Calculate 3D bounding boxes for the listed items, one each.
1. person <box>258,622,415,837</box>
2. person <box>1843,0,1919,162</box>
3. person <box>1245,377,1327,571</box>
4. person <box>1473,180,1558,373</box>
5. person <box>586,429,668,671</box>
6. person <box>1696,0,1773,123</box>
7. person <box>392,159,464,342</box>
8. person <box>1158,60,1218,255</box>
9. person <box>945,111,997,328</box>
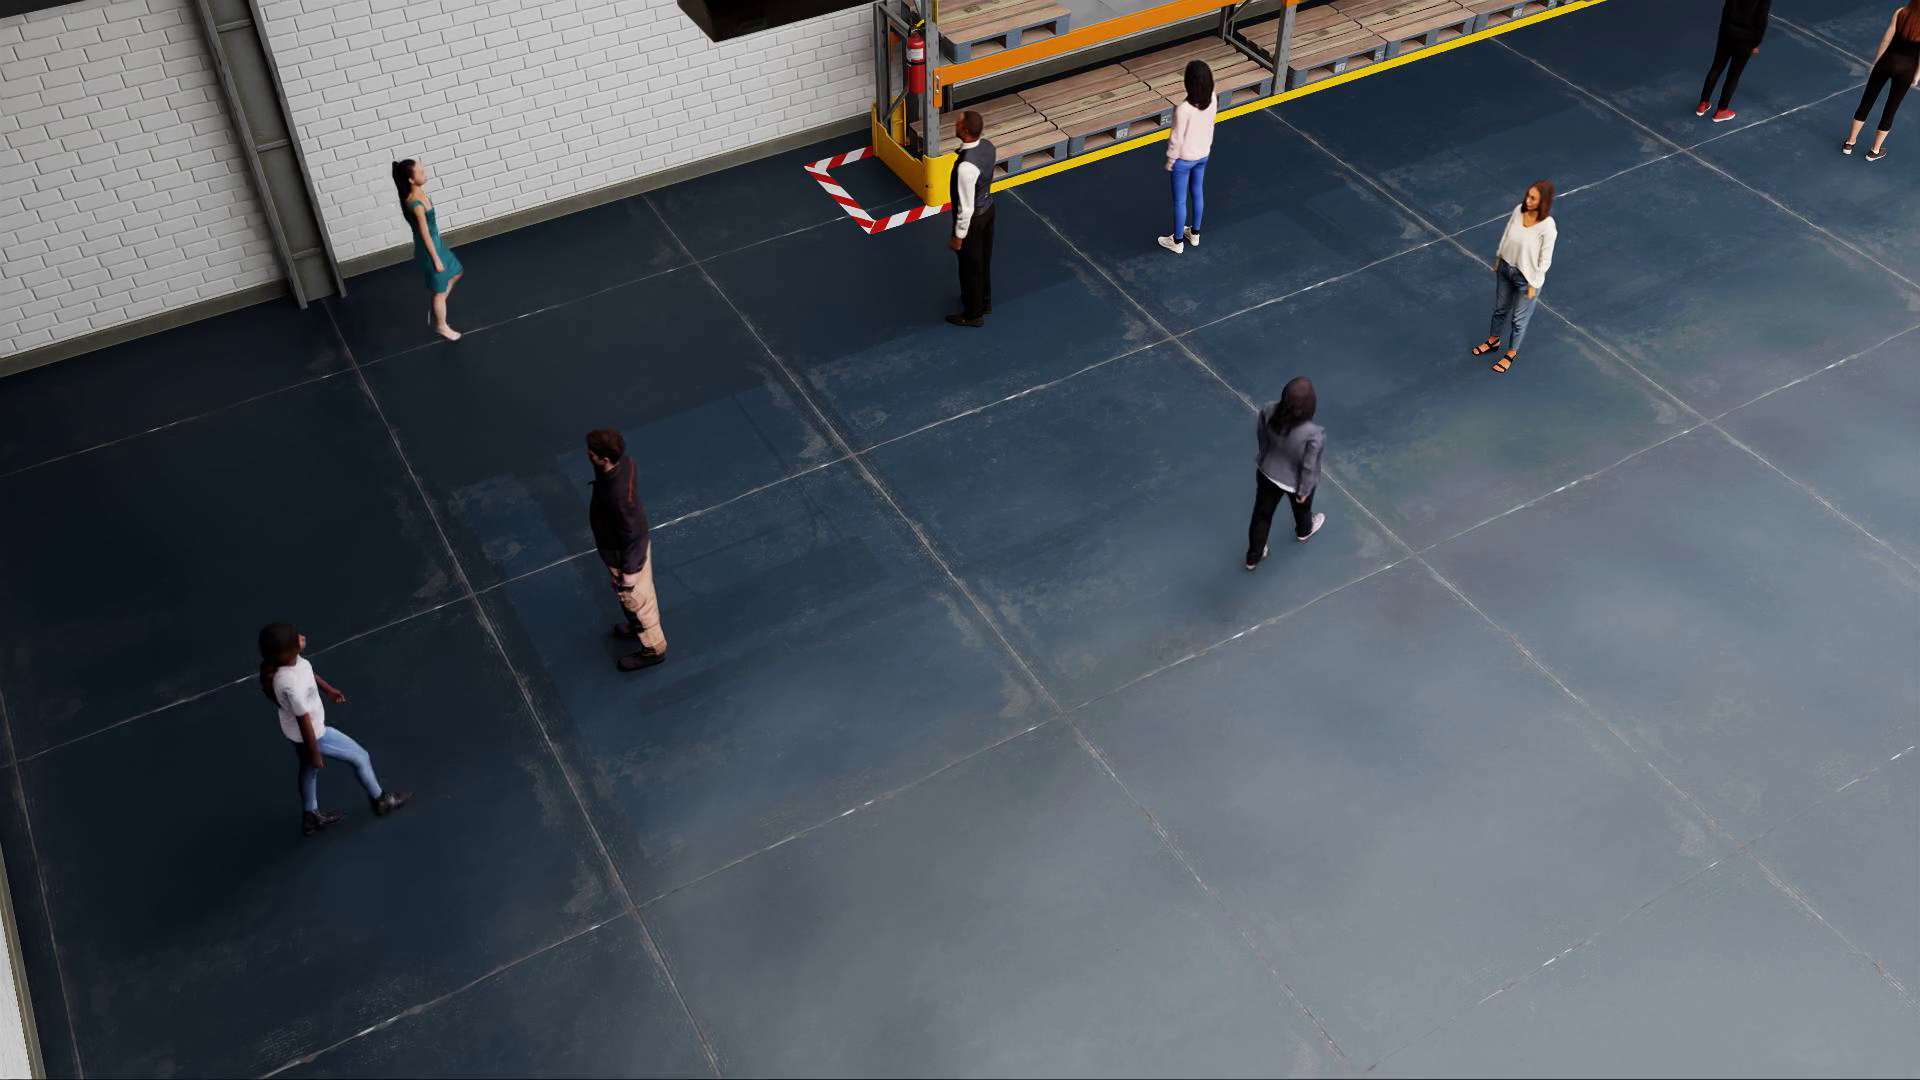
[{"bbox_3d":[-3.853,1.137,9.643,0.901,1.699,0.638,-28,50,-26],"label":"person"},{"bbox_3d":[8.648,-4.358,15.392,0.643,1.725,0.615,31,51,28],"label":"person"},{"bbox_3d":[2.186,-0.420,11.373,0.852,1.566,1.063,32,52,29],"label":"person"},{"bbox_3d":[4.398,-2.087,13.041,0.525,1.681,0.617,-21,47,-20],"label":"person"},{"bbox_3d":[-2.131,0.054,10.616,0.722,1.924,0.777,-7,44,-8],"label":"person"},{"bbox_3d":[7.445,-4.813,15.906,0.598,1.675,0.631,-30,51,-28],"label":"person"},{"bbox_3d":[-4.297,-2.279,13.248,0.676,1.673,0.651,-11,45,-11],"label":"person"},{"bbox_3d":[1.971,-3.274,14.222,0.503,1.769,0.720,-26,49,-25],"label":"person"},{"bbox_3d":[0.108,-2.584,13.390,0.839,1.918,0.739,17,46,17],"label":"person"}]
